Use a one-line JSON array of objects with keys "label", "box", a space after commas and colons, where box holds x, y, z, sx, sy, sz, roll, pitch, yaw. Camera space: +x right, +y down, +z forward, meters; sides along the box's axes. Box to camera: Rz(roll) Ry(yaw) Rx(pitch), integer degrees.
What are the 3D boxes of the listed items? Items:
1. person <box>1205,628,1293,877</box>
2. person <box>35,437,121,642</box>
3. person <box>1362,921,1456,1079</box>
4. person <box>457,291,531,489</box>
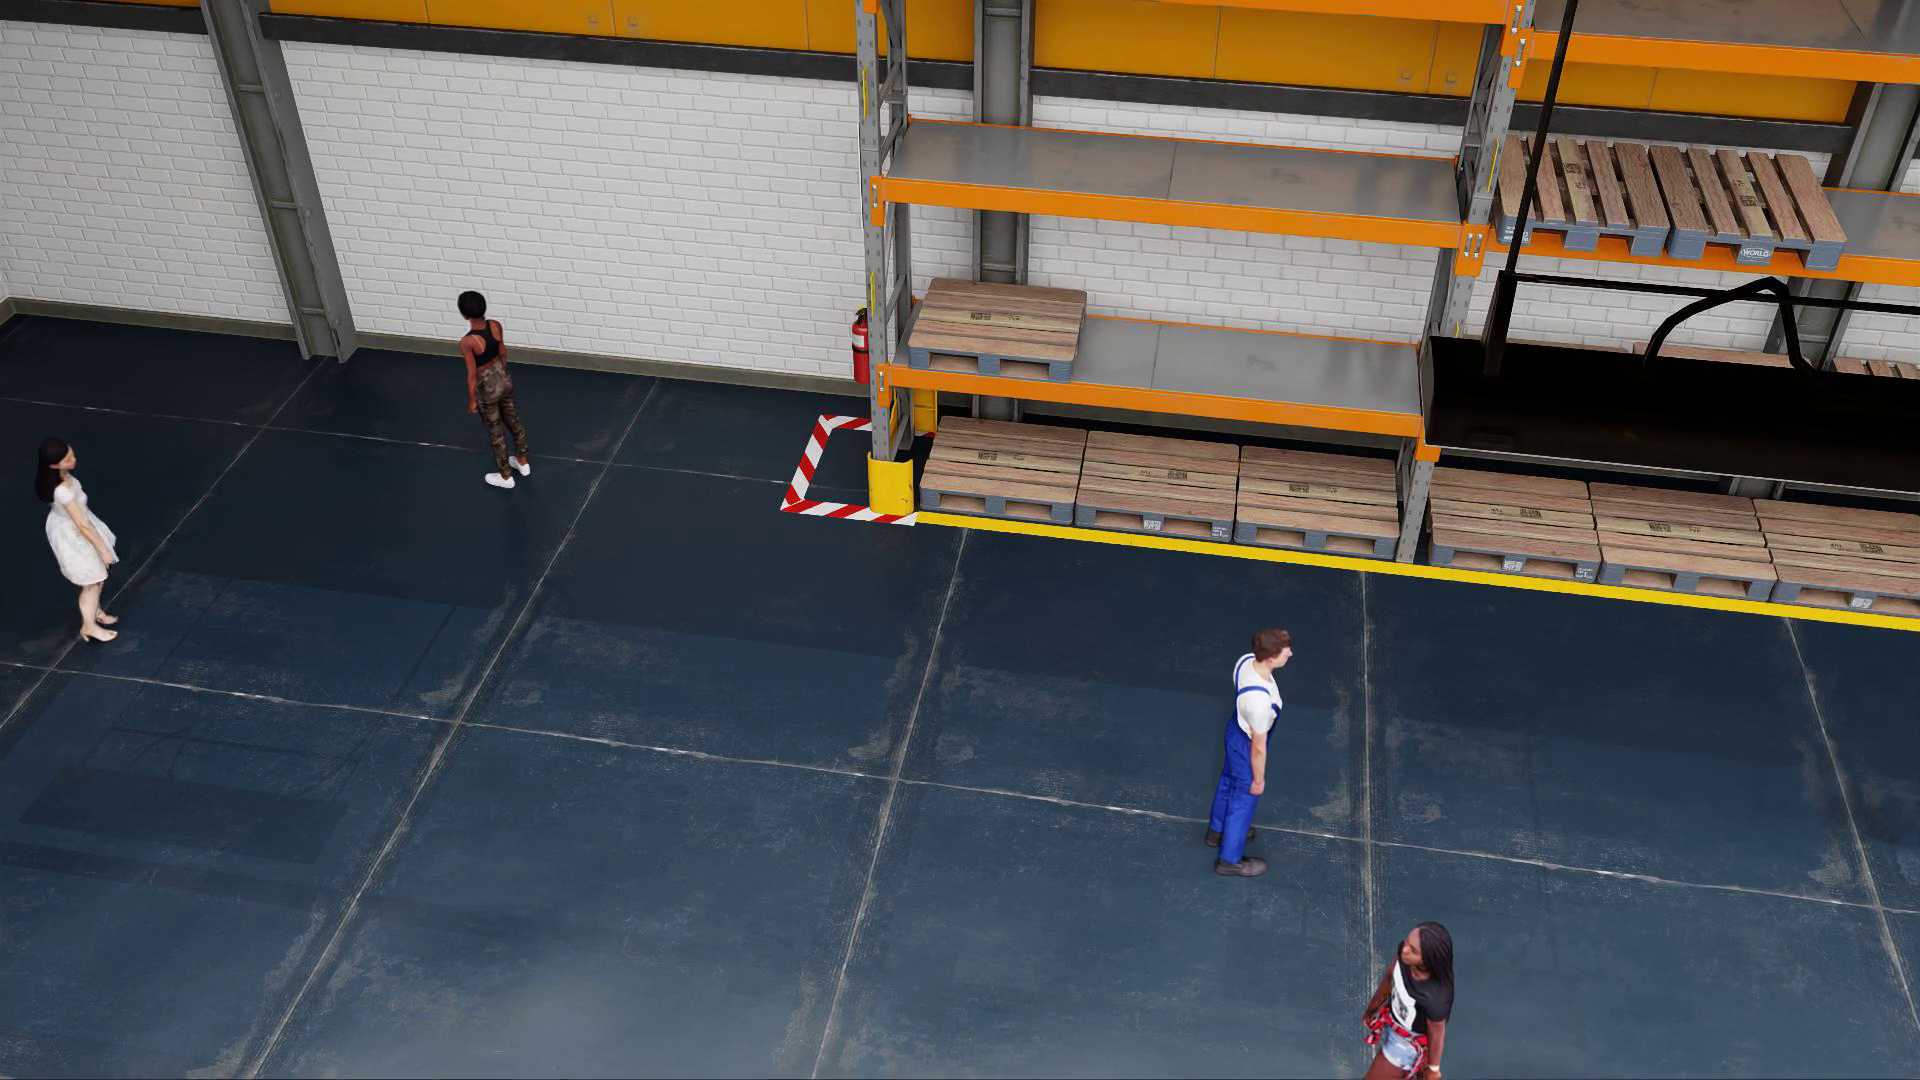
[{"label": "person", "box": [1.664, 1.217, 9.675, 0.637, 1.849, 0.660, -1, 39, -1]}, {"label": "person", "box": [-5.992, 0.042, 11.233, 0.813, 1.740, 0.877, 28, 46, 30]}, {"label": "person", "box": [2.295, 2.473, 8.237, 1.219, 1.680, 0.821, -3, 39, -4]}, {"label": "person", "box": [-3.591, -1.164, 12.773, 0.648, 1.702, 0.649, 21, 43, 24]}]
